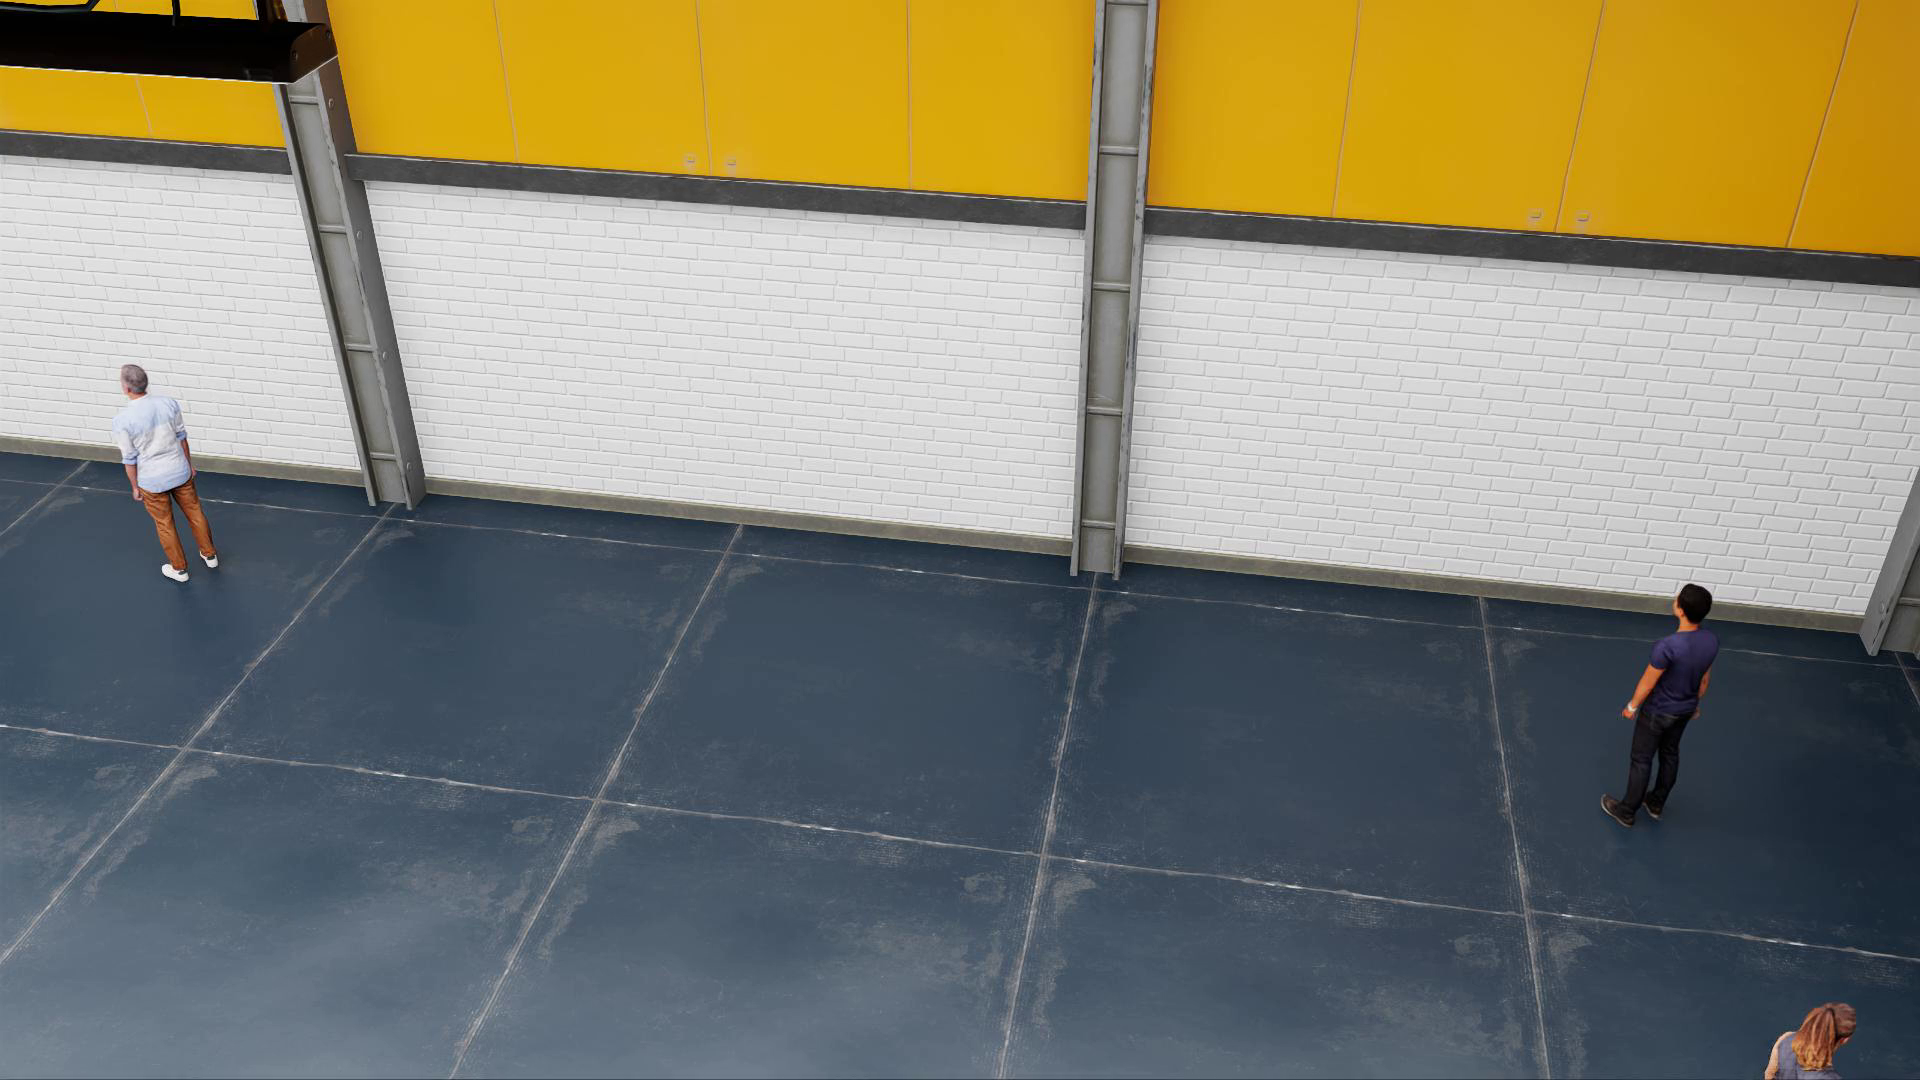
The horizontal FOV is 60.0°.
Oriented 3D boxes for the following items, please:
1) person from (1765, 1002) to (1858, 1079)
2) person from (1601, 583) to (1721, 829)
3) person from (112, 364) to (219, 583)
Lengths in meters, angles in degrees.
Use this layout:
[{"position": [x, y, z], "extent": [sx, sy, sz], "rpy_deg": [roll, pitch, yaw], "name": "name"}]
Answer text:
[{"position": [3.821, 2.857, 7.871], "extent": [1.083, 1.695, 0.914], "rpy_deg": [-13, 36, -18], "name": "person"}, {"position": [4.480, 1.057, 10.494], "extent": [0.660, 1.789, 0.784], "rpy_deg": [-13, 36, -18], "name": "person"}, {"position": [-6.156, -0.526, 12.841], "extent": [0.763, 1.827, 0.771], "rpy_deg": [26, 41, 33], "name": "person"}]
